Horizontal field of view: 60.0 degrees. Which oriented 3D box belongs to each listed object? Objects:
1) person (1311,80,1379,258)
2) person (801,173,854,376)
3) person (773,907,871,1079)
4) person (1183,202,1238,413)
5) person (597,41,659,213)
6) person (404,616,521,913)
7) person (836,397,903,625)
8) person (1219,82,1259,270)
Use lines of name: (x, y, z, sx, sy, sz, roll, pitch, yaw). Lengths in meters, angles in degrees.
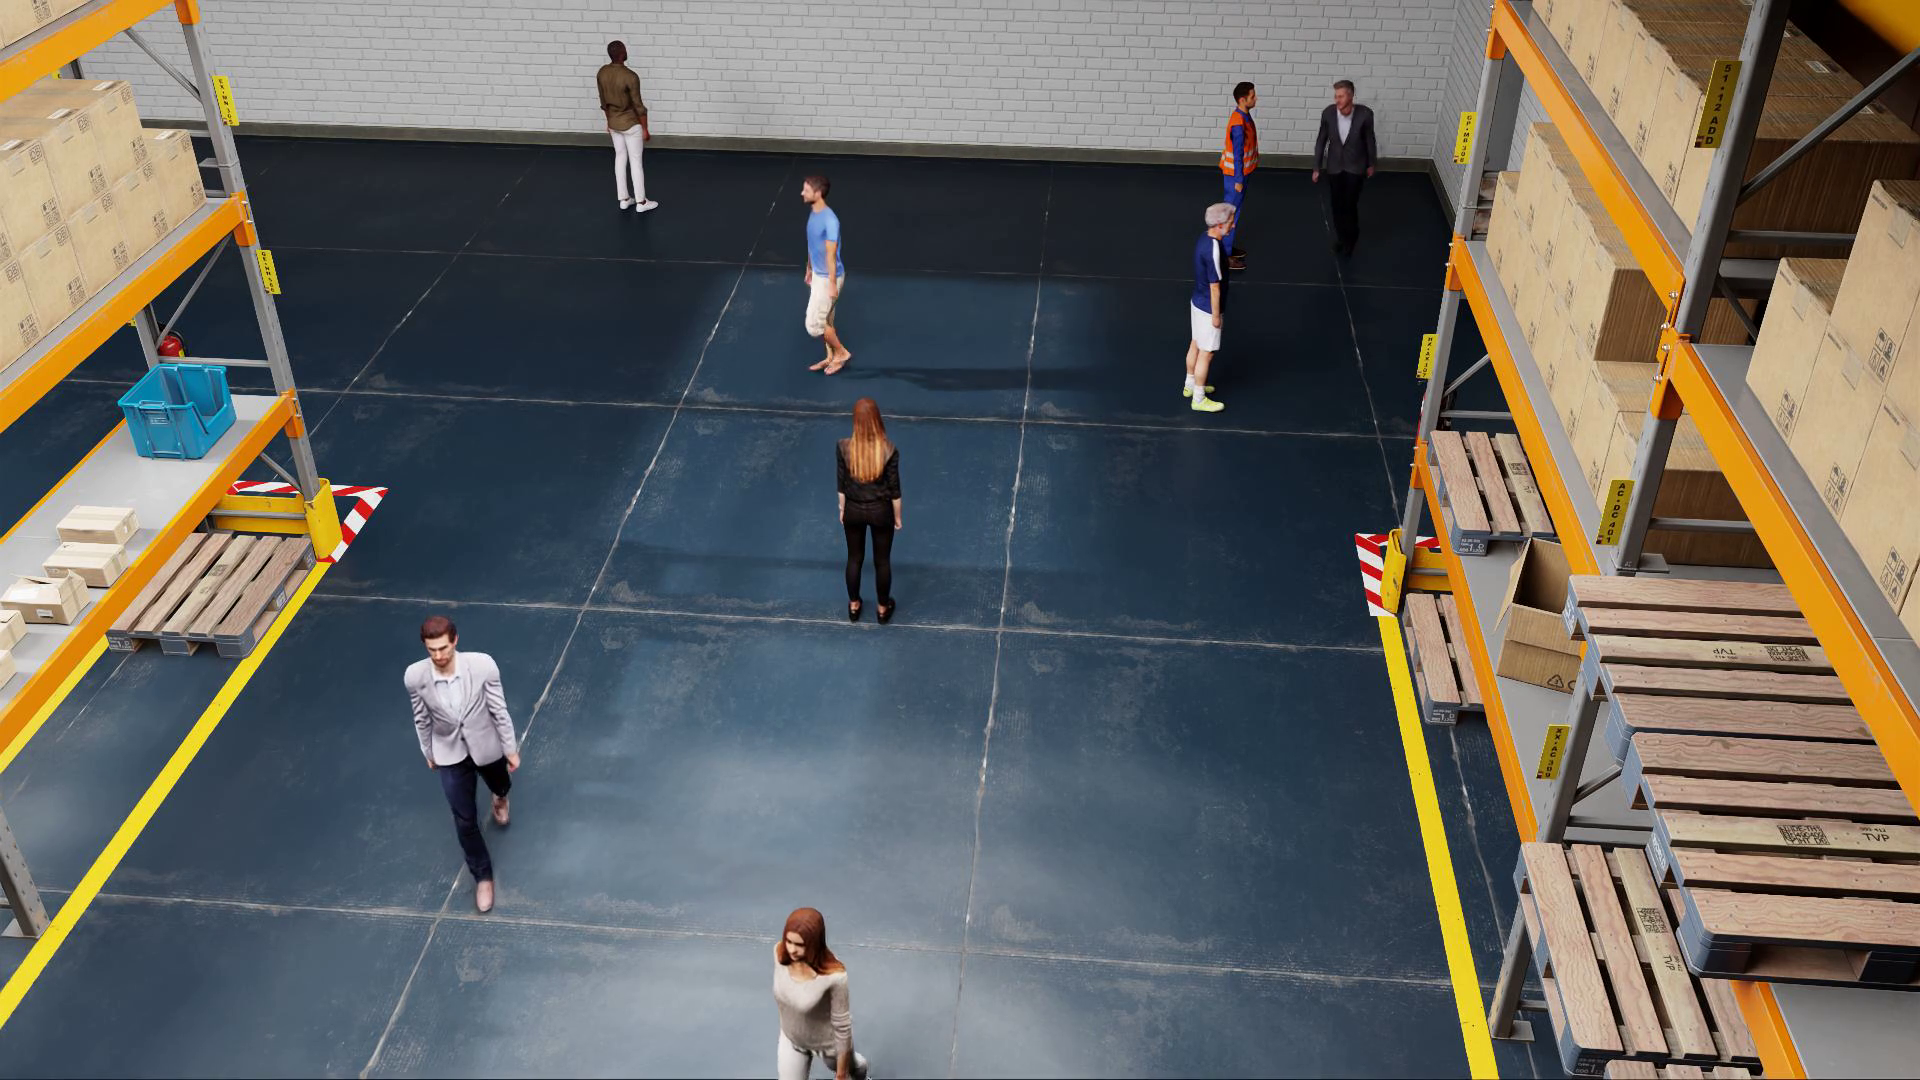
person: (3.922, -3.762, 16.740, 0.880, 1.799, 0.874, 10, 35, 15)
person: (-1.096, -2.314, 14.515, 0.838, 1.850, 0.753, -13, 36, -19)
person: (-0.621, 2.268, 7.786, 0.927, 1.667, 1.246, 16, 37, 22)
person: (2.094, -1.980, 14.029, 0.737, 1.831, 0.557, -4, 34, -5)
person: (-3.553, -4.396, 17.671, 0.794, 1.825, 0.743, 17, 37, 24)
person: (-2.753, 1.119, 9.386, 0.952, 1.811, 1.268, -8, 35, -12)
person: (-0.634, -0.188, 11.443, 0.600, 1.709, 0.546, 5, 34, 7)
person: (2.744, -3.629, 16.481, 0.754, 1.864, 0.555, 5, 34, 8)
